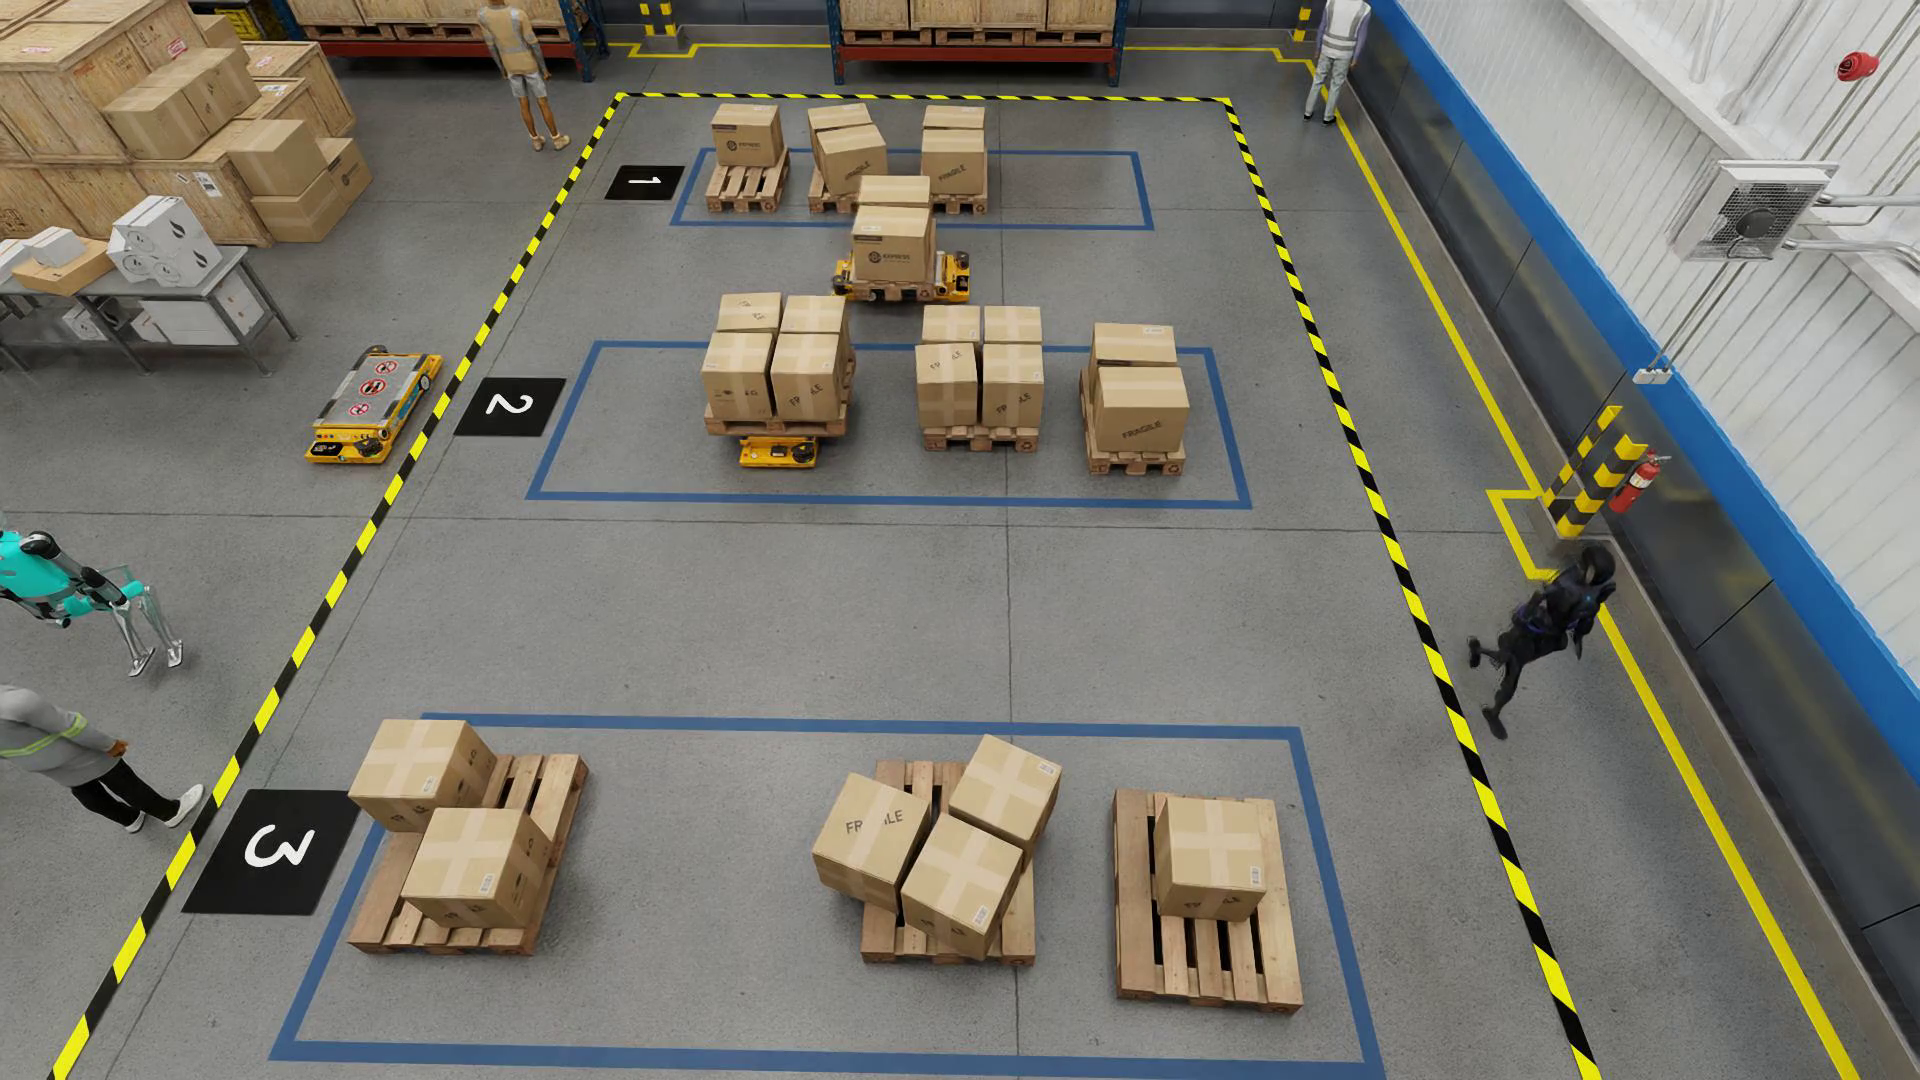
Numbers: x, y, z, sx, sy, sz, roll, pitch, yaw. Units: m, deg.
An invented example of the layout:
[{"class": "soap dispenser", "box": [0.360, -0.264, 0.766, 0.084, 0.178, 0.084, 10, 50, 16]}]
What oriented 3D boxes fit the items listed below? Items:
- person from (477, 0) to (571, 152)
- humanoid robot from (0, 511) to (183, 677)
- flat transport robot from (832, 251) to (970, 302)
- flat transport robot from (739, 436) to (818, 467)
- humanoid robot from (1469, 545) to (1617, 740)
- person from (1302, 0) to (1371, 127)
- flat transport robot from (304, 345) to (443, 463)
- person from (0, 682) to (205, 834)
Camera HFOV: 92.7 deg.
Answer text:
[{"class": "person", "box": [-5.282, -5.724, 11.047, 0.606, 2.048, 0.366, 0, 50, 0]}, {"class": "humanoid robot", "box": [-5.829, 0.260, 6.094, 0.533, 1.681, 0.735, -12, 51, -10]}, {"class": "flat transport robot", "box": [-0.612, -2.811, 9.728, 1.431, 0.197, 0.652, 1, 50, 1]}, {"class": "flat transport robot", "box": [-1.582, -1.235, 8.394, 0.652, 0.197, 1.431, 1, 50, 1]}, {"class": "humanoid robot", "box": [3.770, 0.576, 5.986, 0.603, 1.651, 0.729, -6, 50, -5]}, {"class": "person", "box": [4.780, -6.194, 11.580, 0.589, 1.837, 0.404, 29, 55, 22]}, {"class": "flat transport robot", "box": [-5.383, -1.269, 8.441, 0.659, 0.231, 1.431, 1, 50, 1]}, {"class": "person", "box": [-5.236, 1.179, 5.331, 0.598, 1.851, 0.384, -4, 50, -4]}]
